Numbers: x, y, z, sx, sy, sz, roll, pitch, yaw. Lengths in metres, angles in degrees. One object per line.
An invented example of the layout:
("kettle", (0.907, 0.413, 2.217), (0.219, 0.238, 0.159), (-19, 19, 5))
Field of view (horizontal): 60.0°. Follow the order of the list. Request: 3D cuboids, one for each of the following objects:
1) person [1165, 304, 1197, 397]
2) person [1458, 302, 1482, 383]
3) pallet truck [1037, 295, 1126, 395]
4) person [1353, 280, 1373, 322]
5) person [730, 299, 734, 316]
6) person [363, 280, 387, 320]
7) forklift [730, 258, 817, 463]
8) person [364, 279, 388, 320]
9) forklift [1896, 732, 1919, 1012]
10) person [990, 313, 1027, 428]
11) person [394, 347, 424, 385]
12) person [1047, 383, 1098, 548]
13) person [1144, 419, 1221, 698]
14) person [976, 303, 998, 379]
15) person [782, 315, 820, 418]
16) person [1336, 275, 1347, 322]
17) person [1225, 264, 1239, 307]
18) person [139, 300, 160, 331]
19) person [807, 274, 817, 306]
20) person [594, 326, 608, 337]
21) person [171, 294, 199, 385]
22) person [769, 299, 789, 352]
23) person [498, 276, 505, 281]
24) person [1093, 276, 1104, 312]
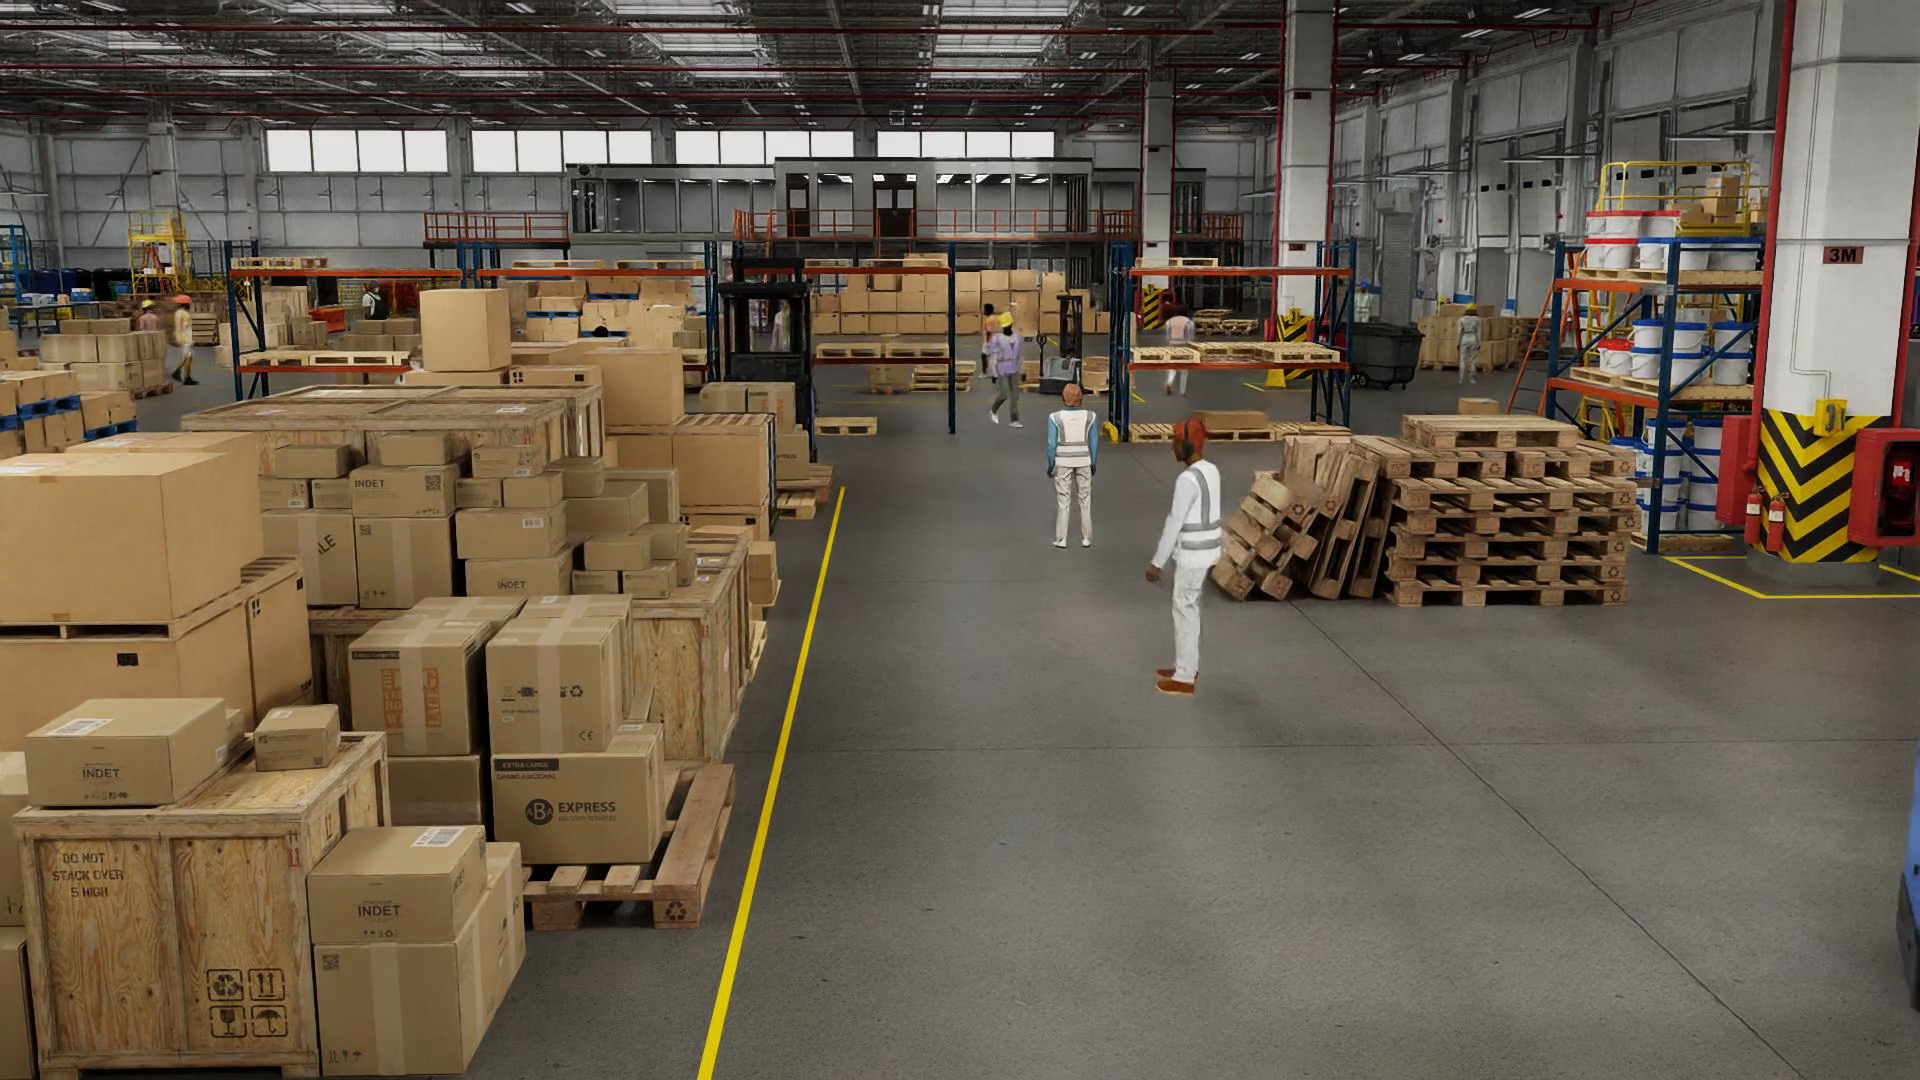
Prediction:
("person", (4.324, -3.691, 32.477), (0.643, 1.833, 0.439), (6, 12, 32))
("person", (10.963, -4.245, 35.796), (0.492, 1.742, 0.320), (4, 11, 21))
("pallet truck", (2.483, -3.881, 33.060), (1.885, 1.965, 0.823), (-7, 13, -36))
("person", (11.450, -6.416, 47.351), (0.631, 1.934, 0.497), (5, 11, 27))
("person", (-4.862, -4.369, 36.179), (0.328, 1.861, 0.502), (6, 12, 29))
("person", (-15.239, -5.769, 43.459), (0.537, 2.000, 0.682), (2, 10, 8))
("forklift", (-2.446, -2.236, 21.439), (1.129, 2.768, 1.873), (0, 10, -2))
("person", (-16.656, -6.417, 47.276), (0.956, 1.954, 0.639), (8, 13, 37))
("forklift", (4.733, 0.495, 6.222), (1.873, 2.768, 1.129), (5, 11, 25))
("person", (0.759, -2.777, 27.202), (0.617, 1.893, 0.578), (-7, 12, -34))
("person", (-5.937, -1.173, 18.304), (0.653, 1.881, 1.037), (3, 11, 14))
("person", (1.116, -0.729, 16.497), (0.512, 1.641, 0.309), (-2, 10, -8))
("person", (1.498, 0.122, 11.117), (0.476, 1.874, 0.588), (4, 11, 23))
("person", (0.633, -4.397, 36.808), (0.504, 1.678, 0.620), (2, 10, 14))
("person", (-2.815, -2.916, 28.247), (0.959, 1.802, 0.524), (-5, 11, -27))
("person", (13.279, -8.317, 58.083), (0.591, 1.899, 0.852), (-6, 12, -28))
("person", (12.736, -11.936, 78.017), (0.604, 1.952, 0.813), (-1, 10, -4))
("person", (-17.920, -4.409, 36.678), (0.692, 1.739, 0.558), (5, 11, 25))
("person", (-5.266, -8.390, 58.371), (0.547, 1.929, 0.389), (-5, 11, -25))
("person", (-4.837, -1.930, 22.463), (0.593, 1.907, 0.414), (-2, 10, -9))
("person", (-16.397, -4.232, 35.219), (0.557, 1.926, 0.451), (9, 13, 40))
("person", (-3.535, -3.831, 33.025), (0.642, 1.906, 0.837), (8, 13, 38))
("person", (-20.200, -11.023, 73.171), (0.494, 1.889, 0.783), (-4, 11, -20))
("person", (4.981, -8.545, 59.606), (0.432, 1.812, 0.754), (6, 12, 29))
